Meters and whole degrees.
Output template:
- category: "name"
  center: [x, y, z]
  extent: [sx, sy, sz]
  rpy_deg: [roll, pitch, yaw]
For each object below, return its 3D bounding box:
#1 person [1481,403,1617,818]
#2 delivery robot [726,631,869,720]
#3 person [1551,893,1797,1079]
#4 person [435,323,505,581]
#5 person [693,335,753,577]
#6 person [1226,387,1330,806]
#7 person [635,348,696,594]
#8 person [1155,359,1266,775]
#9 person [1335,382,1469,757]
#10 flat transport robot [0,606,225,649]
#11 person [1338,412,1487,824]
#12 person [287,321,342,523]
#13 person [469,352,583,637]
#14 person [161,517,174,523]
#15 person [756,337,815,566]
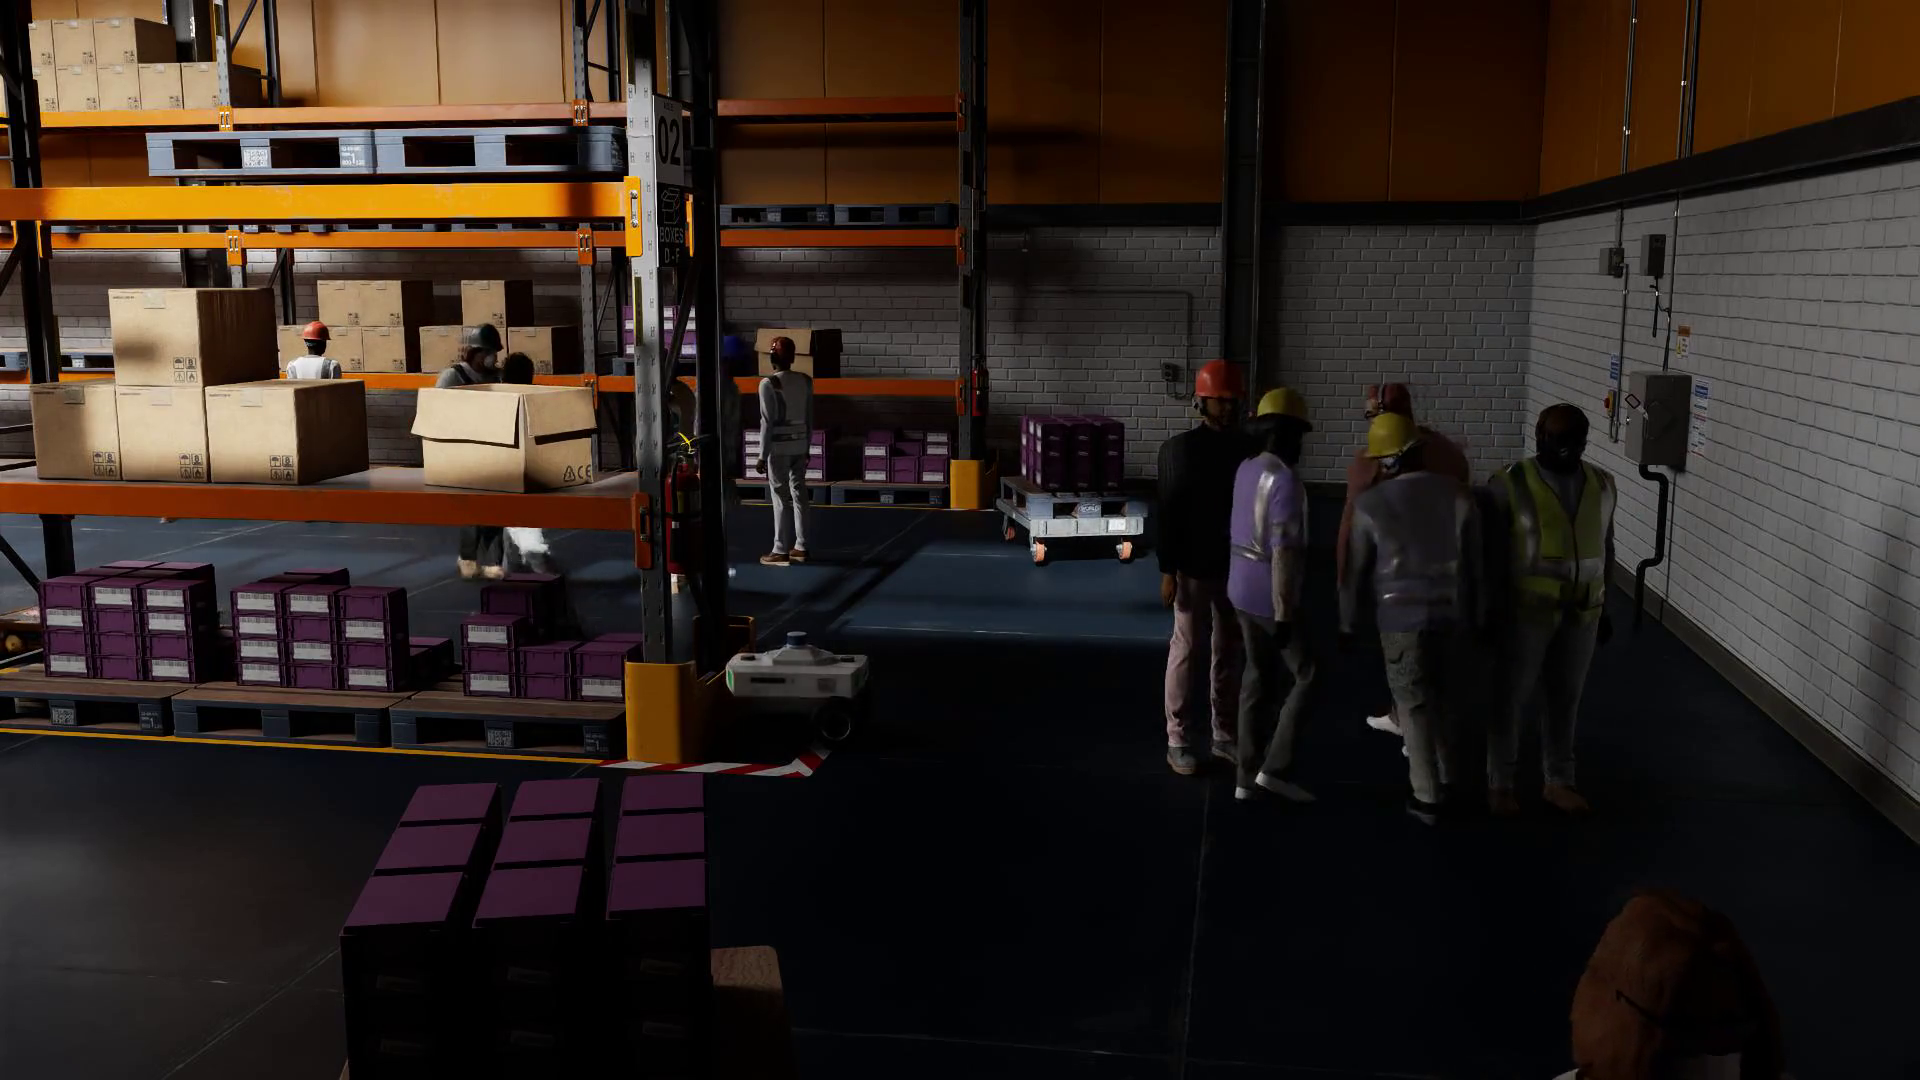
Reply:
- category: "person"
  center: [2.605, 0.315, 7.352]
  extent: [0.633, 1.839, 0.429]
  rpy_deg: [-1, 9, -8]
- category: "delivery robot"
  center: [-0.837, 0.714, 8.561]
  extent: [0.707, 0.478, 0.477]
  rpy_deg: [1, 9, 4]
- category: "person"
  center: [0.917, 1.253, 2.225]
  extent: [0.524, 1.614, 0.497]
  rpy_deg: [-2, 9, -11]
- category: "person"
  center: [-3.667, -0.675, 12.870]
  extent: [0.536, 2.000, 0.709]
  rpy_deg: [8, 12, 40]
- category: "person"
  center: [-1.903, -0.655, 13.153]
  extent: [0.571, 1.908, 0.639]
  rpy_deg: [1, 9, 7]
- category: "person"
  center: [1.424, 0.261, 7.531]
  extent: [0.469, 1.889, 0.620]
  rpy_deg: [-2, 9, -15]
- category: "person"
  center: [-2.219, -0.518, 12.517]
  extent: [0.429, 1.844, 0.626]
  rpy_deg: [2, 9, 12]
- category: "person"
  center: [1.229, 0.127, 8.040]
  extent: [0.611, 1.995, 0.381]
  rpy_deg: [-4, 10, -24]
- category: "person"
  center: [2.169, 0.155, 8.264]
  extent: [0.674, 1.866, 0.766]
  rpy_deg: [-4, 10, -24]
- category: "flat transport robot"
  center: [-5.548, 0.566, 10.647]
  extent: [1.431, 0.197, 0.652]
  rpy_deg: [2, 9, 11]
- category: "person"
  center: [1.992, 0.339, 7.351]
  extent: [0.622, 1.790, 0.524]
  rpy_deg: [-2, 9, -12]
- category: "person"
  center: [-6.160, -1.130, 16.016]
  extent: [0.552, 1.935, 0.367]
  rpy_deg: [1, 9, 6]
- category: "person"
  center: [-2.895, -0.298, 11.029]
  extent: [1.005, 1.891, 0.644]
  rpy_deg: [4, 10, 25]
- category: "person"
  center: [-7.743, -1.095, 16.037]
  extent: [0.580, 1.867, 0.439]
  rpy_deg: [-3, 10, -20]
- category: "person"
  center: [-1.442, -0.728, 13.696]
  extent: [0.356, 1.883, 0.573]
  rpy_deg: [7, 12, 39]
